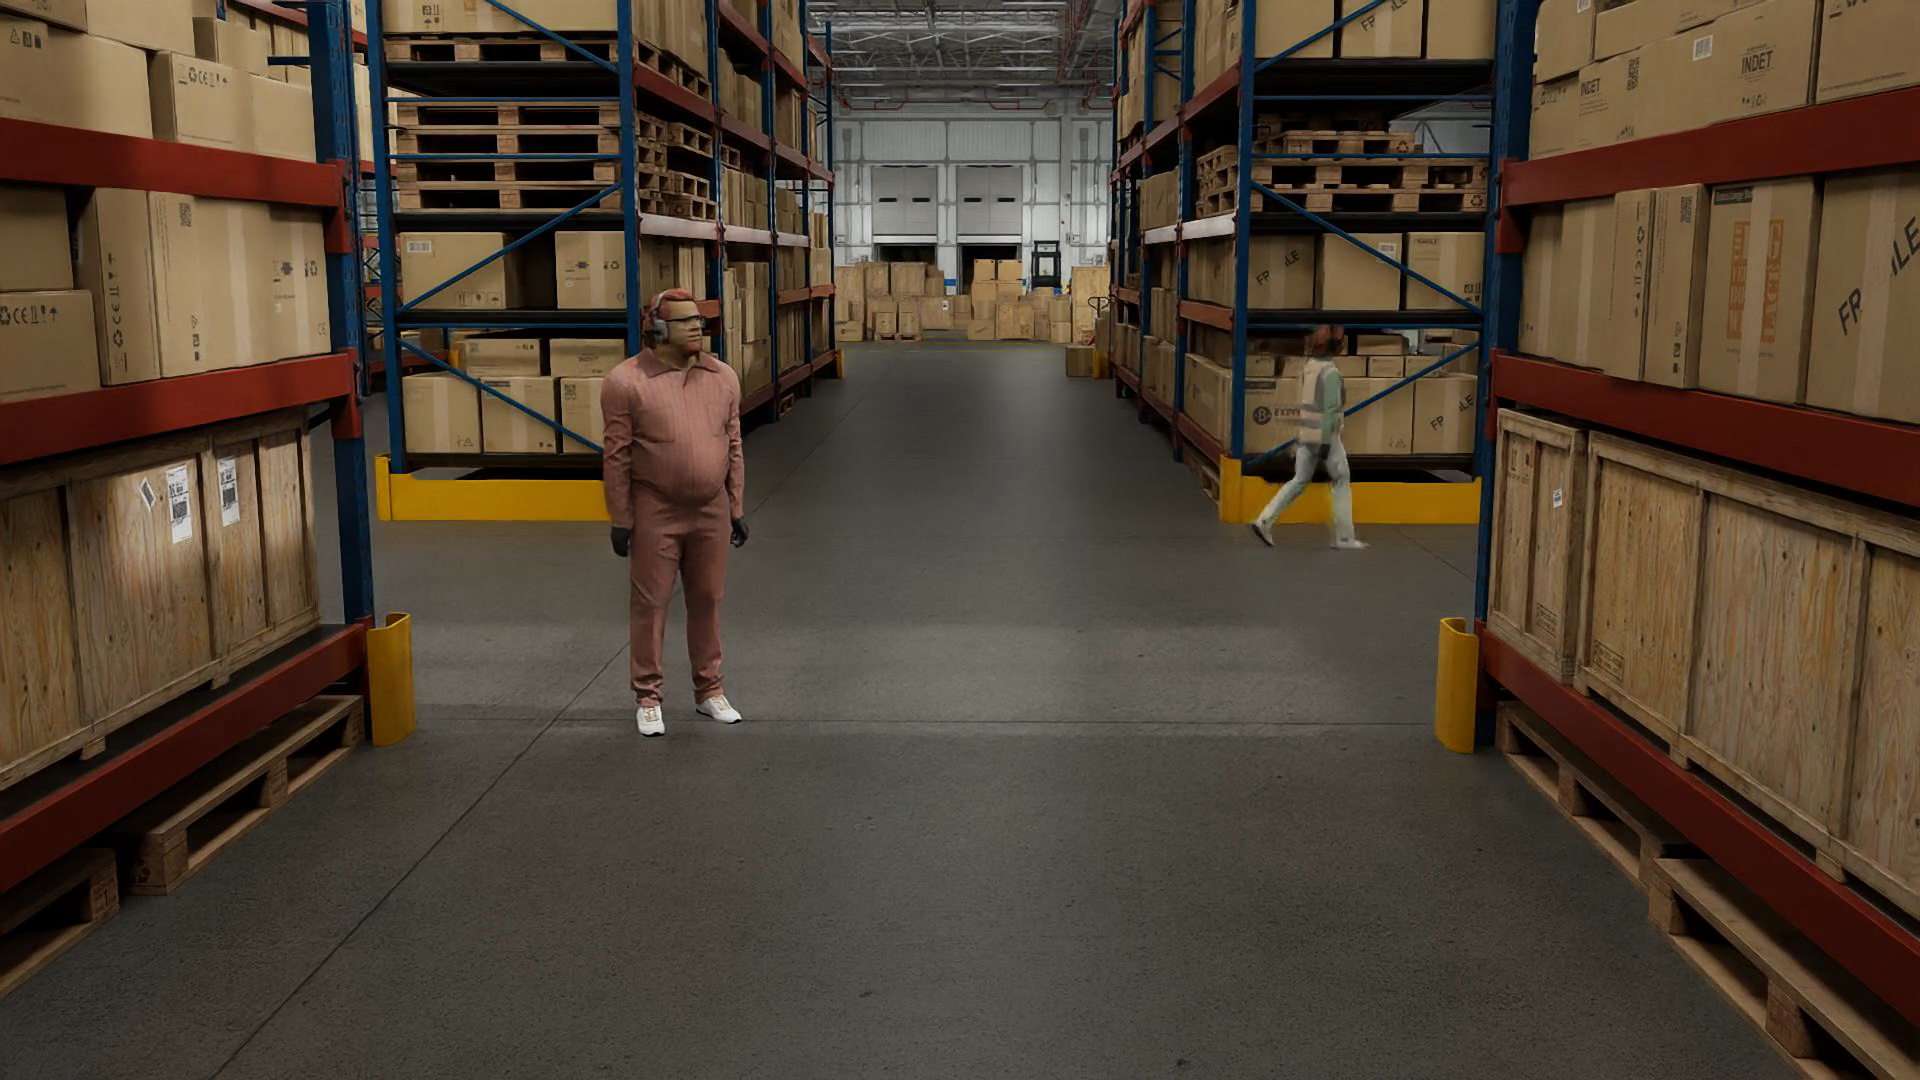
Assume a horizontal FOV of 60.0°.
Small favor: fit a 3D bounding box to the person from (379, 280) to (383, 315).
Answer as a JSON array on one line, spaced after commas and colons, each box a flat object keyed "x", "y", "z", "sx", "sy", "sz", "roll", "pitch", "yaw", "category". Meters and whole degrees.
[{"x": -20.471, "y": -8.720, "z": 59.345, "sx": 0.531, "sy": 1.692, "sz": 0.320, "roll": 2, "pitch": 10, "yaw": 11, "category": "person"}]

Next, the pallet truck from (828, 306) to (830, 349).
[{"x": -3.100, "y": -3.940, "z": 29.800, "sx": 1.885, "sy": 1.965, "sz": 0.823, "roll": 3, "pitch": 10, "yaw": 19, "category": "pallet truck"}]

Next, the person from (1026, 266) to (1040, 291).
[{"x": 2.835, "y": -9.631, "z": 64.235, "sx": 0.576, "sy": 1.881, "sz": 0.352, "roll": 0, "pitch": 9, "yaw": -1, "category": "person"}]

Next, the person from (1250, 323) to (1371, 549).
[{"x": 2.475, "y": -0.721, "z": 11.686, "sx": 0.791, "sy": 1.609, "sz": 0.518, "roll": -2, "pitch": 10, "yaw": -11, "category": "person"}]

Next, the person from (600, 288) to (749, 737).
[{"x": -1.208, "y": -0.122, "z": 7.187, "sx": 0.651, "sy": 1.912, "sz": 0.409, "roll": -6, "pitch": 11, "yaw": -32, "category": "person"}]

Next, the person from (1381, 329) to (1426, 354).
[{"x": 5.270, "y": -2.312, "z": 19.918, "sx": 0.614, "sy": 2.041, "sz": 0.390, "roll": -3, "pitch": 10, "yaw": -19, "category": "person"}]

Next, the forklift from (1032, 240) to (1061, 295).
[{"x": 3.161, "y": -9.557, "z": 60.806, "sx": 1.129, "sy": 2.768, "sz": 1.873, "roll": 0, "pitch": 9, "yaw": 1, "category": "forklift"}]
